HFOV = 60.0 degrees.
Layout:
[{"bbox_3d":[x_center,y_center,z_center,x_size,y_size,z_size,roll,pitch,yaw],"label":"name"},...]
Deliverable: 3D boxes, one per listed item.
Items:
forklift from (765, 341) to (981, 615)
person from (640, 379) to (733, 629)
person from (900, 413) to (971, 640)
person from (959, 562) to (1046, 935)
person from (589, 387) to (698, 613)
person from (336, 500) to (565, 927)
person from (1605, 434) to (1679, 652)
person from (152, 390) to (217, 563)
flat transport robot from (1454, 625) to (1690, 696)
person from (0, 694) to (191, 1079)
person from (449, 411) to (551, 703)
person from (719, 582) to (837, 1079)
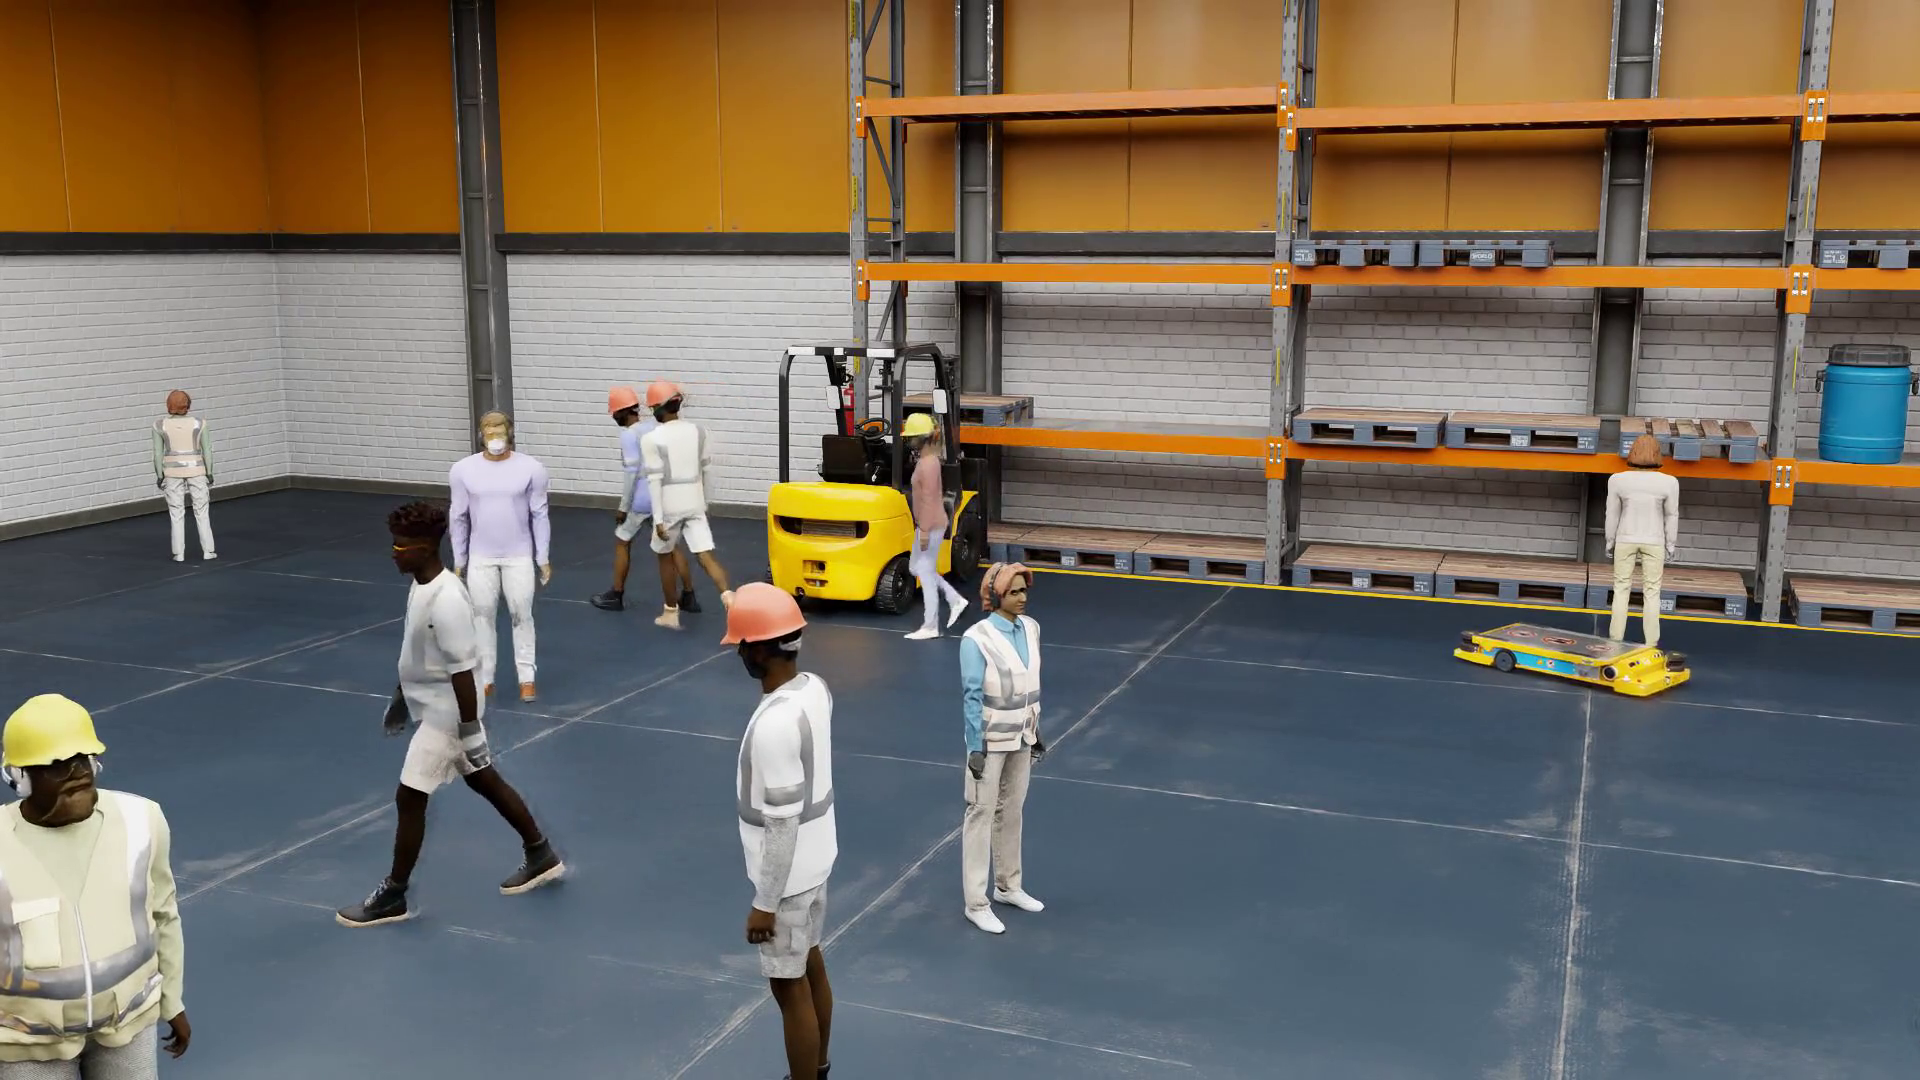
[{"bbox_3d":[-0.739,-0.602,14.246,1.214,2.155,2.313,4,11,21],"label":"forklift"},{"bbox_3d":[-2.085,-0.230,12.786,0.635,2.002,0.978,-8,13,-38],"label":"person"},{"bbox_3d":[-0.218,-0.096,12.683,0.478,1.752,0.522,-1,10,-3],"label":"person"},{"bbox_3d":[0.191,0.902,7.406,0.310,1.642,0.514,8,13,38],"label":"person"},{"bbox_3d":[-2.630,-0.311,13.587,1.008,1.850,0.557,3,11,18],"label":"person"},{"bbox_3d":[-2.300,0.749,7.527,1.019,1.917,0.615,-4,11,-21],"label":"person"},{"bbox_3d":[4.999,0.039,12.229,0.500,1.636,0.282,5,11,25],"label":"person"},{"bbox_3d":[-7.349,-0.598,15.766,0.515,1.641,0.314,-4,11,-20],"label":"person"},{"bbox_3d":[4.294,0.814,11.716,0.652,0.197,1.431,-9,14,-41],"label":"flat transport robot"},{"bbox_3d":[-2.426,1.315,4.560,0.600,1.836,0.404,-8,13,-39],"label":"person"},{"bbox_3d":[-3.013,0.120,10.964,0.659,1.938,0.362,-2,10,-9],"label":"person"},{"bbox_3d":[-0.606,1.090,5.561,0.374,1.929,0.542,1,10,7],"label":"person"}]
